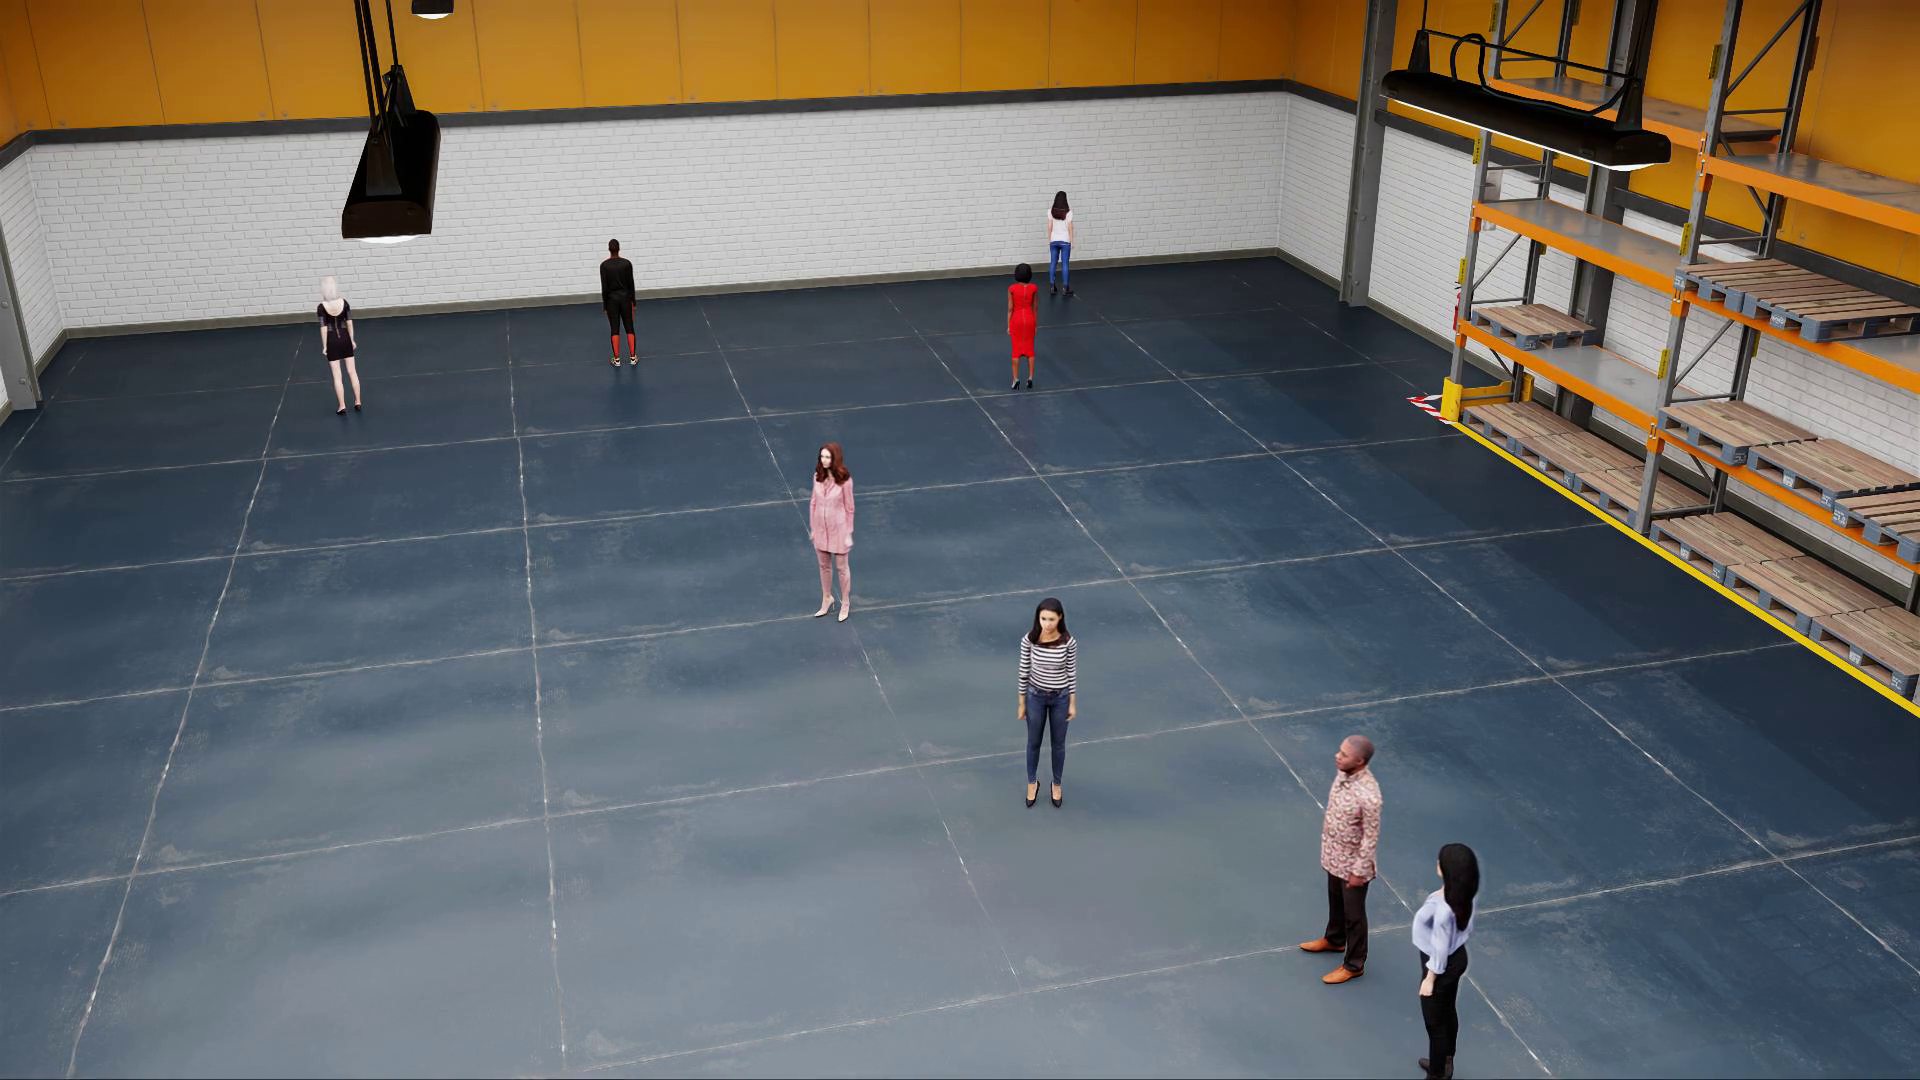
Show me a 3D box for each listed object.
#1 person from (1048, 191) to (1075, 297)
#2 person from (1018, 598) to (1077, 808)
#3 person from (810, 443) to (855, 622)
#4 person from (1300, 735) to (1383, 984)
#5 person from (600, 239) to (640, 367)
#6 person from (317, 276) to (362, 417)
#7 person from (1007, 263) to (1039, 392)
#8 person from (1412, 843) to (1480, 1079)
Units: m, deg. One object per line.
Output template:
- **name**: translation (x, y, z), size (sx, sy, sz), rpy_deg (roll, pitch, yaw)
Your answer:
- **person**: translation (1.623, -4.791, 26.891), size (0.671, 1.685, 0.719), rpy_deg (12, 26, 25)
- **person**: translation (0.682, 1.264, 12.902), size (0.648, 1.796, 0.593), rpy_deg (1, 24, 2)
- **person**: translation (-1.219, -0.093, 15.996), size (0.688, 1.803, 0.730), rpy_deg (11, 26, 24)
- **person**: translation (2.586, 2.081, 11.019), size (0.752, 1.807, 0.542), rpy_deg (-4, 24, -10)
- **person**: translation (-4.809, -3.363, 23.470), size (0.617, 1.808, 0.524), rpy_deg (-7, 25, -15)
- **person**: translation (-8.033, -2.521, 21.517), size (0.652, 1.830, 0.641), rpy_deg (-19, 30, -37)
- **person**: translation (0.847, -2.883, 22.454), size (0.582, 1.744, 0.511), rpy_deg (-4, 24, -9)
- **person**: translation (2.896, 2.576, 9.967), size (0.775, 1.743, 0.731), rpy_deg (15, 28, 31)
